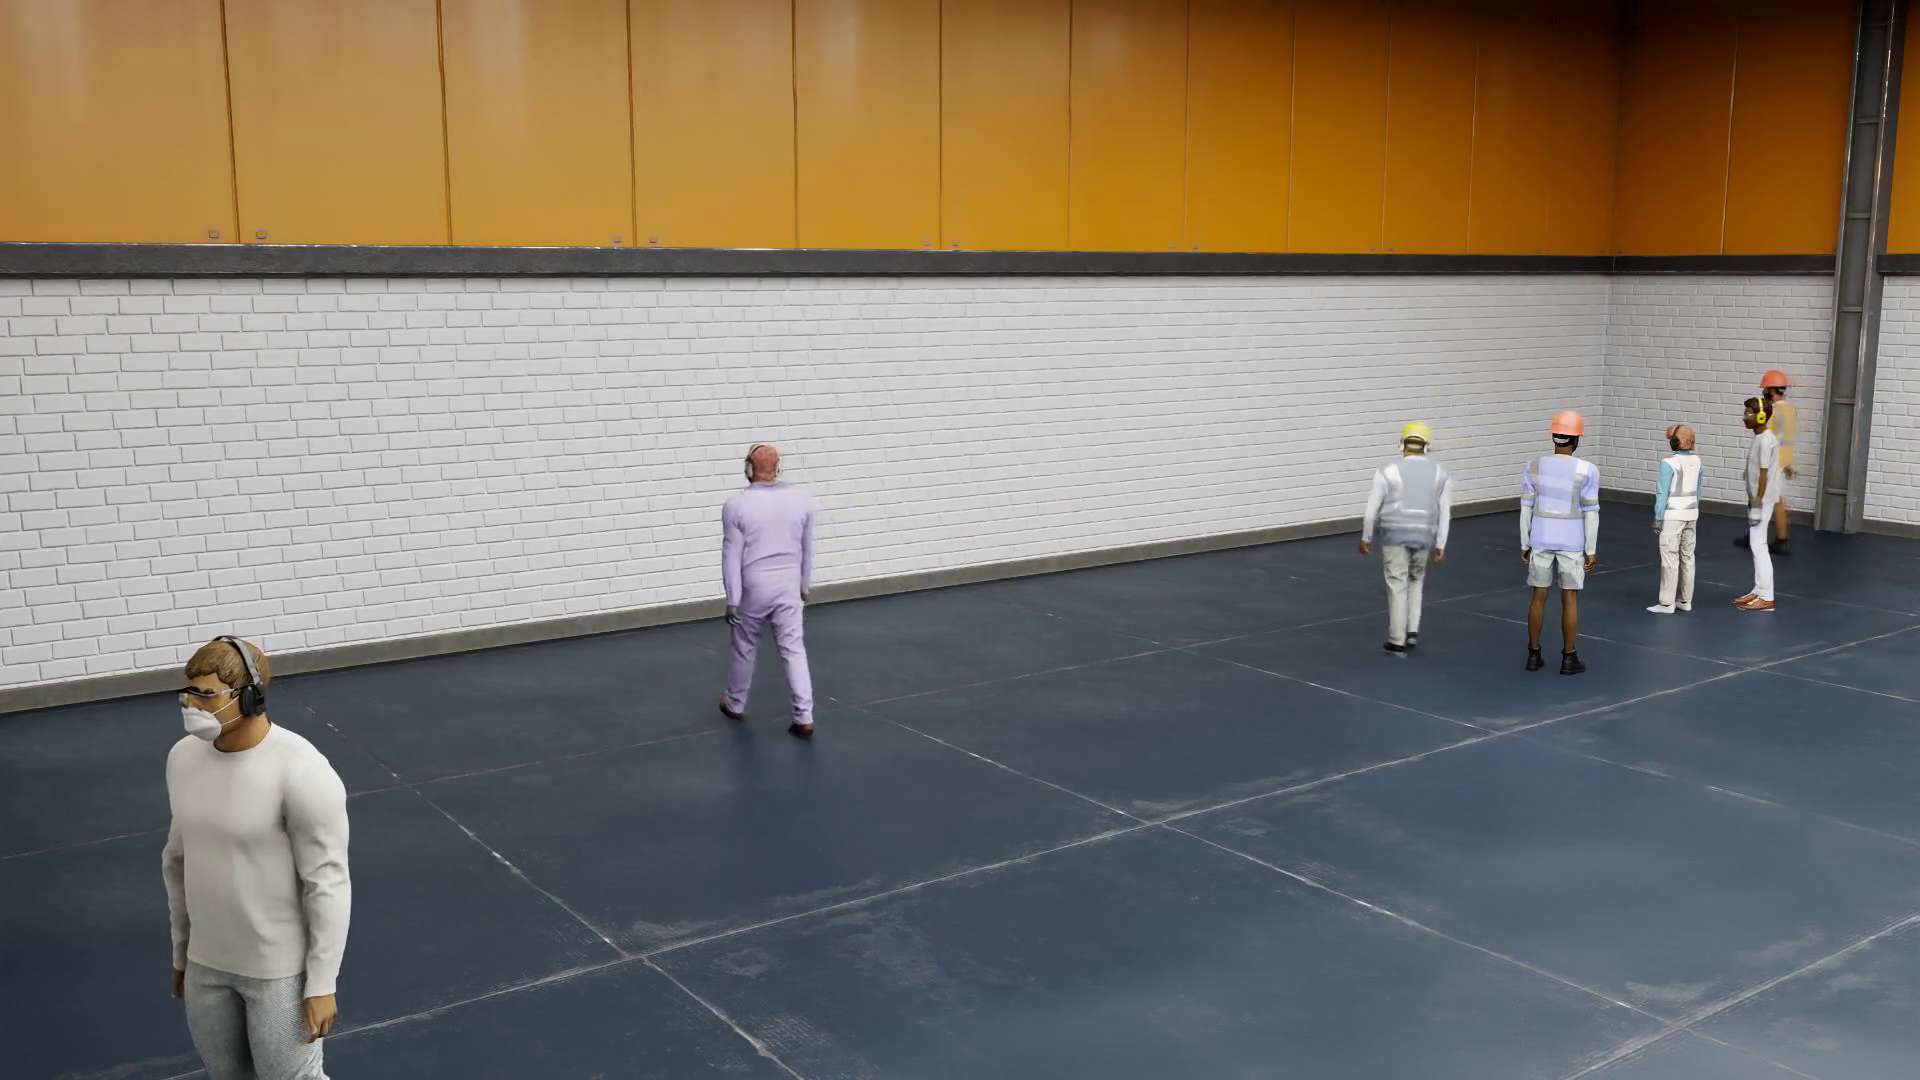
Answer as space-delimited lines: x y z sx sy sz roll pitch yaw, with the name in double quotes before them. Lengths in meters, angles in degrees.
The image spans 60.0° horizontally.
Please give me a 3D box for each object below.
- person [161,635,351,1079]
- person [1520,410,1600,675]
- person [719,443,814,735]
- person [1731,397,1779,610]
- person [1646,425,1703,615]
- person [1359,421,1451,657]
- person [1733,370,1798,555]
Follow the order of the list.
"person" -2.027 1.220 4.771 0.635 1.939 0.362 4 10 24
"person" 4.394 0.018 12.192 0.552 1.935 0.365 6 11 34
"person" -1.234 0.310 10.668 0.667 1.856 1.012 -5 11 -30
"person" 6.969 -0.316 14.516 0.352 1.857 0.510 3 10 17
"person" 6.173 -0.173 14.310 0.514 1.634 0.313 -6 11 -31
"person" 3.418 -0.012 12.791 0.608 1.796 0.511 -1 9 -6
"person" 8.379 -0.811 17.371 0.566 1.909 0.771 -8 12 -40
